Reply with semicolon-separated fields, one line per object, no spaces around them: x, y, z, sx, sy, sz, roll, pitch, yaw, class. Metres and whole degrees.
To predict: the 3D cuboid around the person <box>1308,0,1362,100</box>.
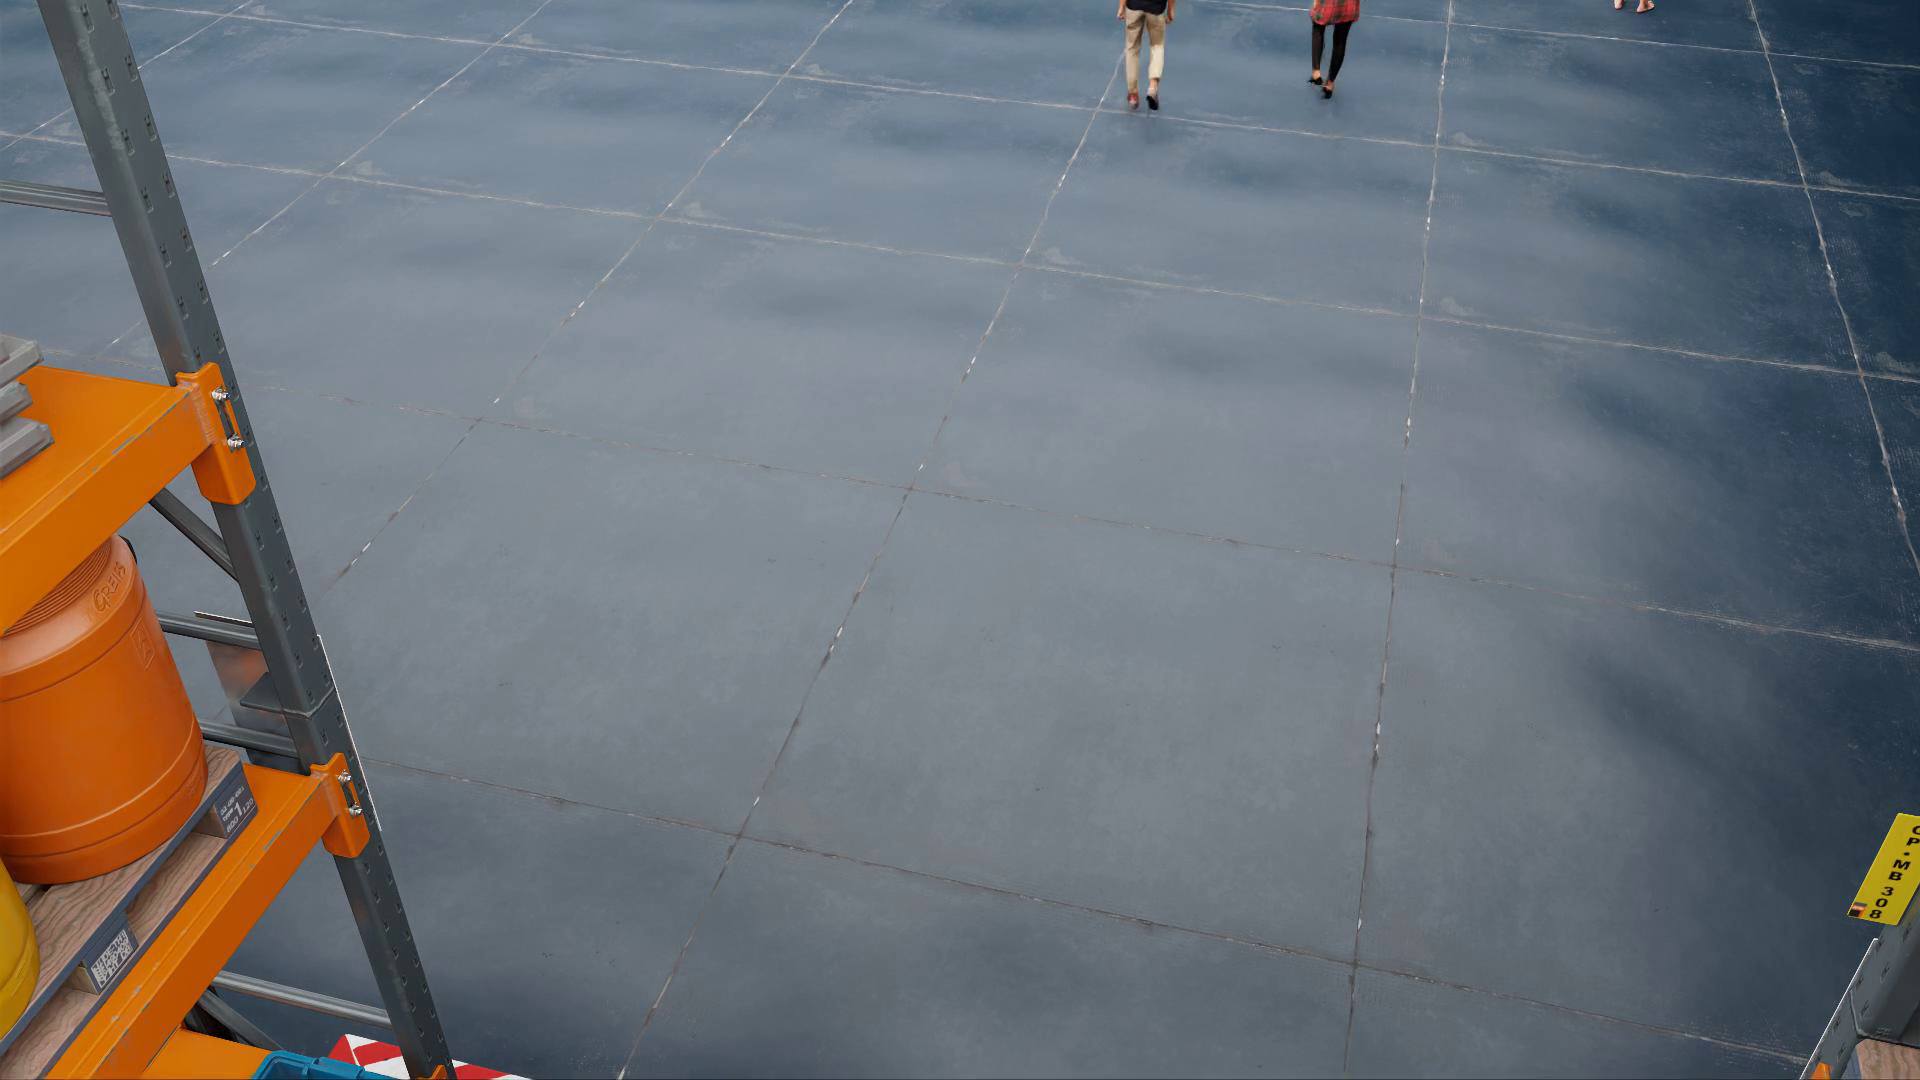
3.362;-4.755;14.780;0.676;1.689;0.674;3;38;4;person

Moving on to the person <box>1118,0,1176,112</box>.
1.621;-4.574;14.421;0.747;1.845;0.883;1;38;2;person
